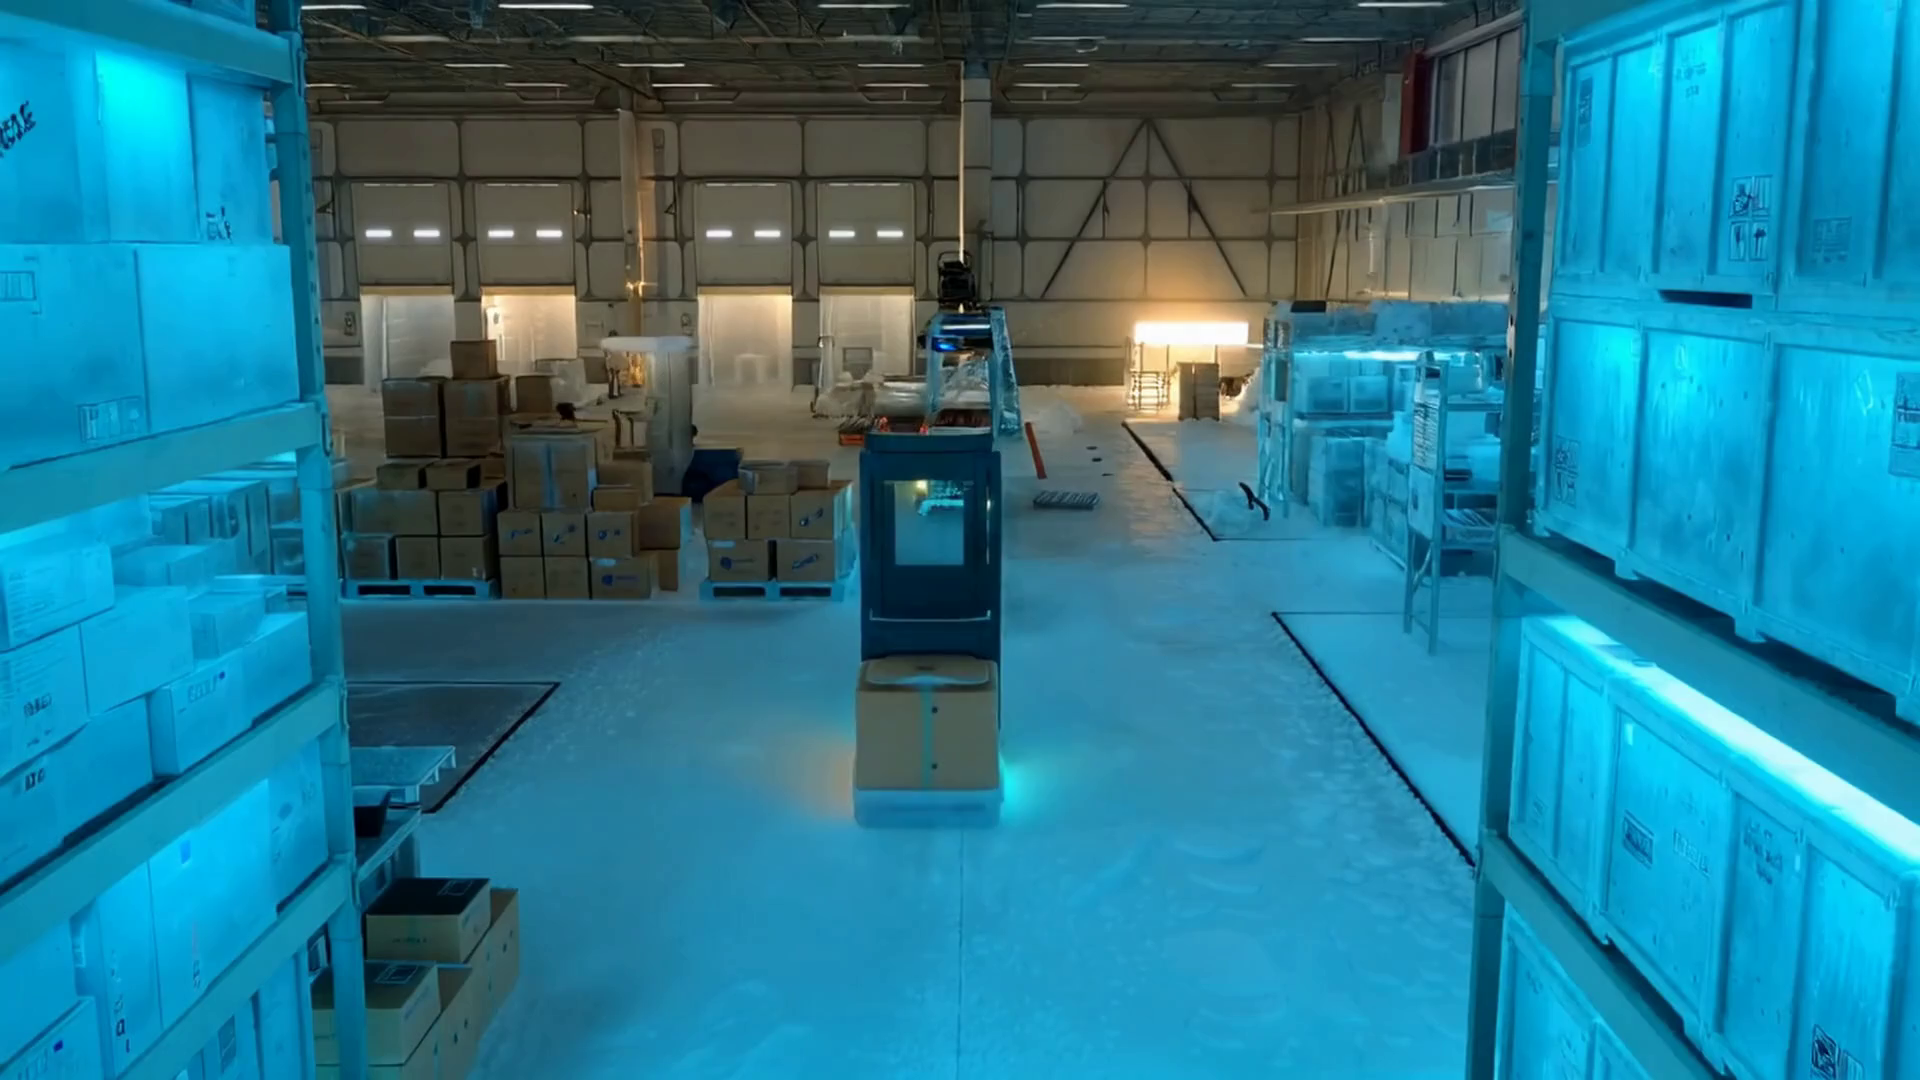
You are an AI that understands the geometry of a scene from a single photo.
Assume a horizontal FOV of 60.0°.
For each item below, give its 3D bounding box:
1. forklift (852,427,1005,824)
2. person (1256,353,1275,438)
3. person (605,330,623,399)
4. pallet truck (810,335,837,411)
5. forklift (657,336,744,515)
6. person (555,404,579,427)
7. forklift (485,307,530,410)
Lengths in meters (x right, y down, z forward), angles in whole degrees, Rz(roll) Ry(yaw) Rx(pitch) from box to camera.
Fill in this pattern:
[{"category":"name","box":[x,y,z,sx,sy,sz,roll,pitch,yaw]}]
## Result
[{"category":"forklift","box":[-0.229,0.544,12.566,1.129,2.768,1.873,0,10,1]},{"category":"person","box":[6.898,-3.207,36.996,0.638,1.920,0.407,0,10,-1]},{"category":"person","box":[-9.758,-4.964,47.058,0.374,1.939,0.545,9,13,42]},{"category":"pallet truck","box":[-3.021,-4.312,43.126,1.885,1.965,0.823,3,10,17]},{"category":"forklift","box":[-4.406,-1.785,26.002,1.873,2.768,1.129,-5,11,-24]},{"category":"person","box":[-5.876,-1.092,24.895,0.640,1.892,1.013,9,13,41]},{"category":"forklift","box":[-10.754,-4.150,39.646,1.129,2.768,1.873,0,10,1]}]
